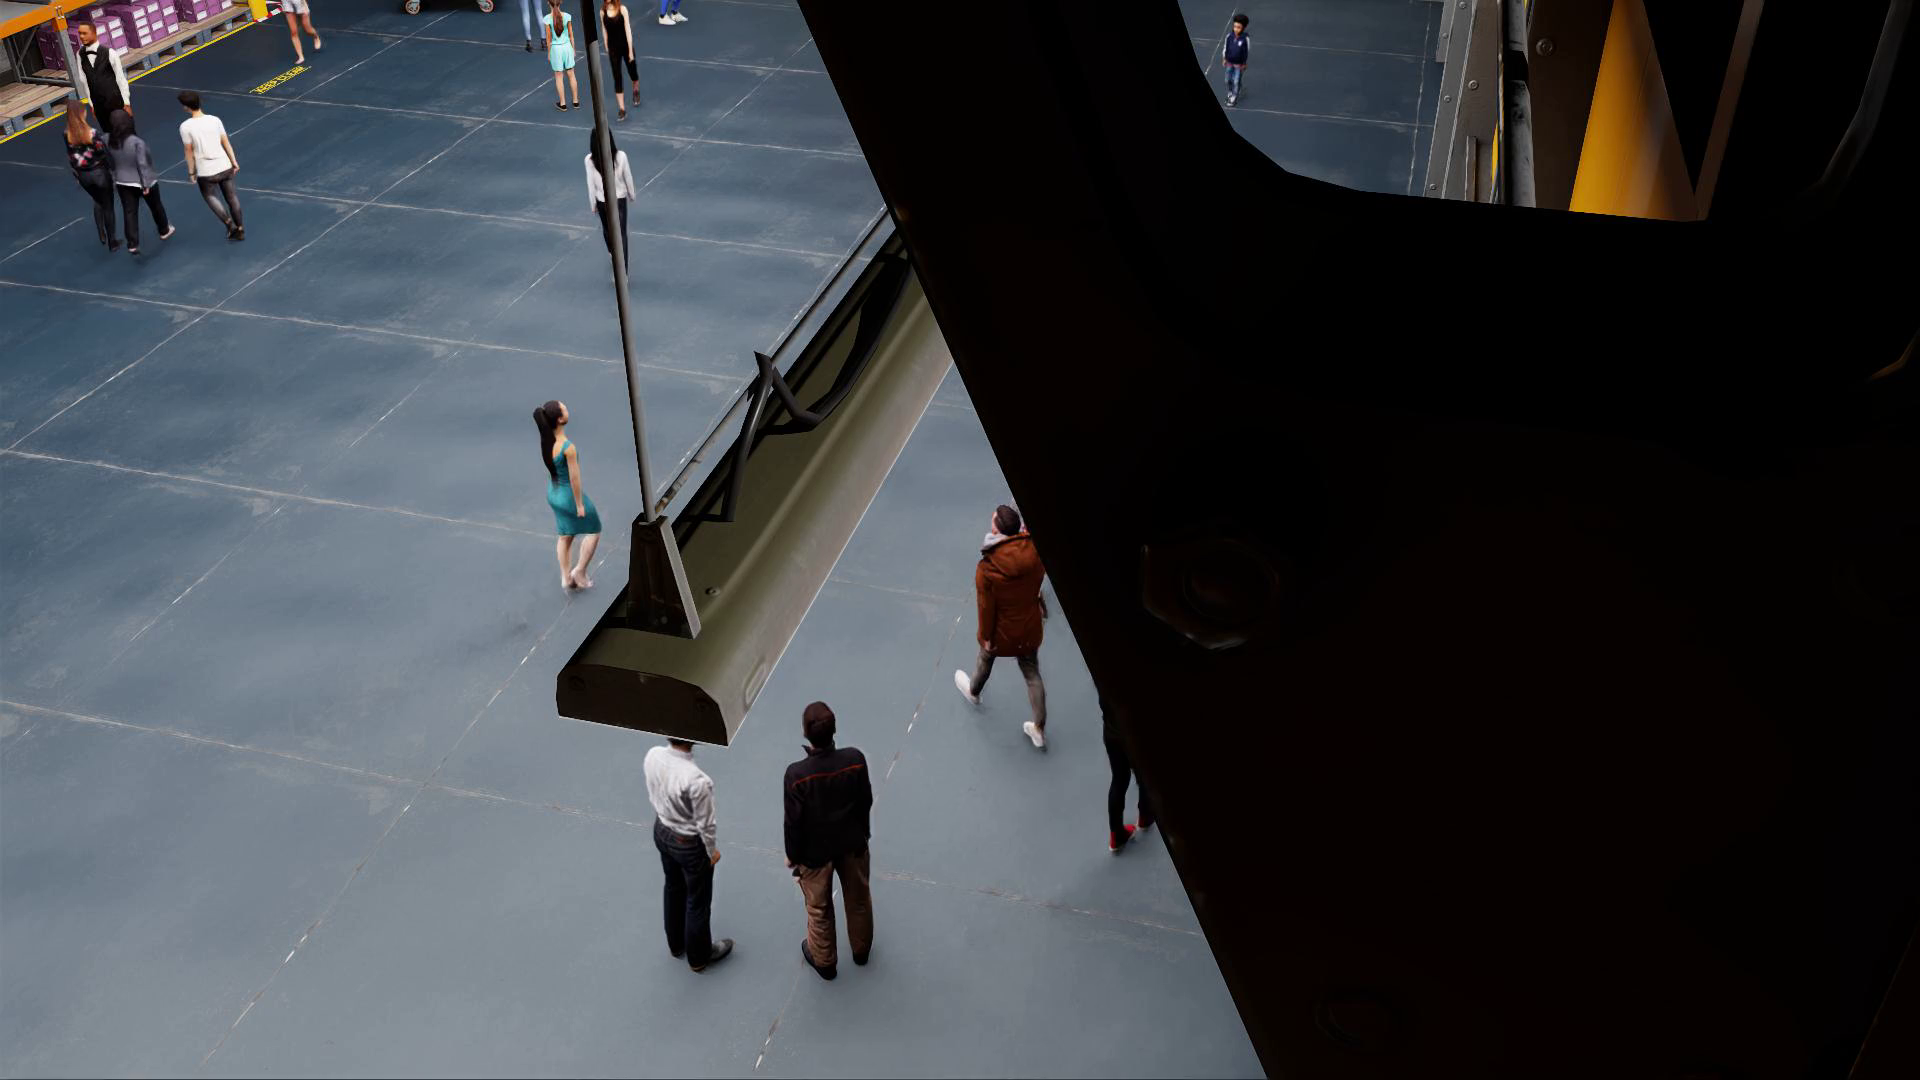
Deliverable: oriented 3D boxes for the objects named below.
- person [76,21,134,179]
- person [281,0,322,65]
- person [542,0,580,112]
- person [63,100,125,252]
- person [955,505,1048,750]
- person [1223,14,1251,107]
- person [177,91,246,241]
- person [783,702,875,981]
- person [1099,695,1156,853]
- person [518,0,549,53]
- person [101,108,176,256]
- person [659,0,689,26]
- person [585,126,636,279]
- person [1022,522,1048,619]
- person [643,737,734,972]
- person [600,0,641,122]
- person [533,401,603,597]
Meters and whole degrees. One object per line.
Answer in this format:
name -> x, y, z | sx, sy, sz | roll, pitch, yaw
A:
person -> -10.187, -5.260, 19.932 | 0.724, 1.916, 0.628 | 3, 34, 4
person -> -9.525, -7.700, 23.898 | 0.679, 1.590, 0.914 | 3, 34, 4
person -> -5.317, -6.522, 22.155 | 0.645, 1.558, 0.704 | -17, 37, -24
person -> -9.486, -3.937, 18.163 | 0.615, 1.672, 0.594 | 2, 34, 3
person -> 0.401, 0.630, 11.192 | 1.156, 1.784, 1.231 | -16, 37, -23
person -> 3.741, -6.473, 22.386 | 0.590, 1.219, 0.591 | 22, 39, 29
person -> -8.248, -4.096, 18.376 | 0.835, 1.701, 0.920 | -23, 40, -31
person -> -0.735, 1.721, 9.425 | 0.793, 1.921, 0.827 | -13, 36, -19
person -> 1.014, 1.284, 10.337 | 0.756, 1.641, 0.846 | 21, 39, 29
person -> -6.296, -8.010, 24.247 | 0.671, 1.719, 0.692 | -10, 35, -14
person -> -9.046, -3.879, 18.170 | 0.842, 1.567, 1.152 | 1, 34, 1
person -> -4.462, -8.677, 25.251 | 0.746, 1.719, 0.652 | 0, 34, 0
person -> -3.669, -3.541, 17.579 | 0.948, 1.659, 1.202 | -7, 34, -10
person -> 0.592, 0.050, 12.767 | 0.572, 1.005, 0.672 | -8, 35, -12
person -> -1.581, 1.705, 9.551 | 0.739, 1.809, 0.751 | 26, 42, 33
person -> -4.447, -6.489, 21.992 | 0.774, 1.684, 1.233 | 0, 34, 0
person -> -3.046, -0.274, 12.649 | 0.689, 1.675, 0.719 | 26, 41, 33
